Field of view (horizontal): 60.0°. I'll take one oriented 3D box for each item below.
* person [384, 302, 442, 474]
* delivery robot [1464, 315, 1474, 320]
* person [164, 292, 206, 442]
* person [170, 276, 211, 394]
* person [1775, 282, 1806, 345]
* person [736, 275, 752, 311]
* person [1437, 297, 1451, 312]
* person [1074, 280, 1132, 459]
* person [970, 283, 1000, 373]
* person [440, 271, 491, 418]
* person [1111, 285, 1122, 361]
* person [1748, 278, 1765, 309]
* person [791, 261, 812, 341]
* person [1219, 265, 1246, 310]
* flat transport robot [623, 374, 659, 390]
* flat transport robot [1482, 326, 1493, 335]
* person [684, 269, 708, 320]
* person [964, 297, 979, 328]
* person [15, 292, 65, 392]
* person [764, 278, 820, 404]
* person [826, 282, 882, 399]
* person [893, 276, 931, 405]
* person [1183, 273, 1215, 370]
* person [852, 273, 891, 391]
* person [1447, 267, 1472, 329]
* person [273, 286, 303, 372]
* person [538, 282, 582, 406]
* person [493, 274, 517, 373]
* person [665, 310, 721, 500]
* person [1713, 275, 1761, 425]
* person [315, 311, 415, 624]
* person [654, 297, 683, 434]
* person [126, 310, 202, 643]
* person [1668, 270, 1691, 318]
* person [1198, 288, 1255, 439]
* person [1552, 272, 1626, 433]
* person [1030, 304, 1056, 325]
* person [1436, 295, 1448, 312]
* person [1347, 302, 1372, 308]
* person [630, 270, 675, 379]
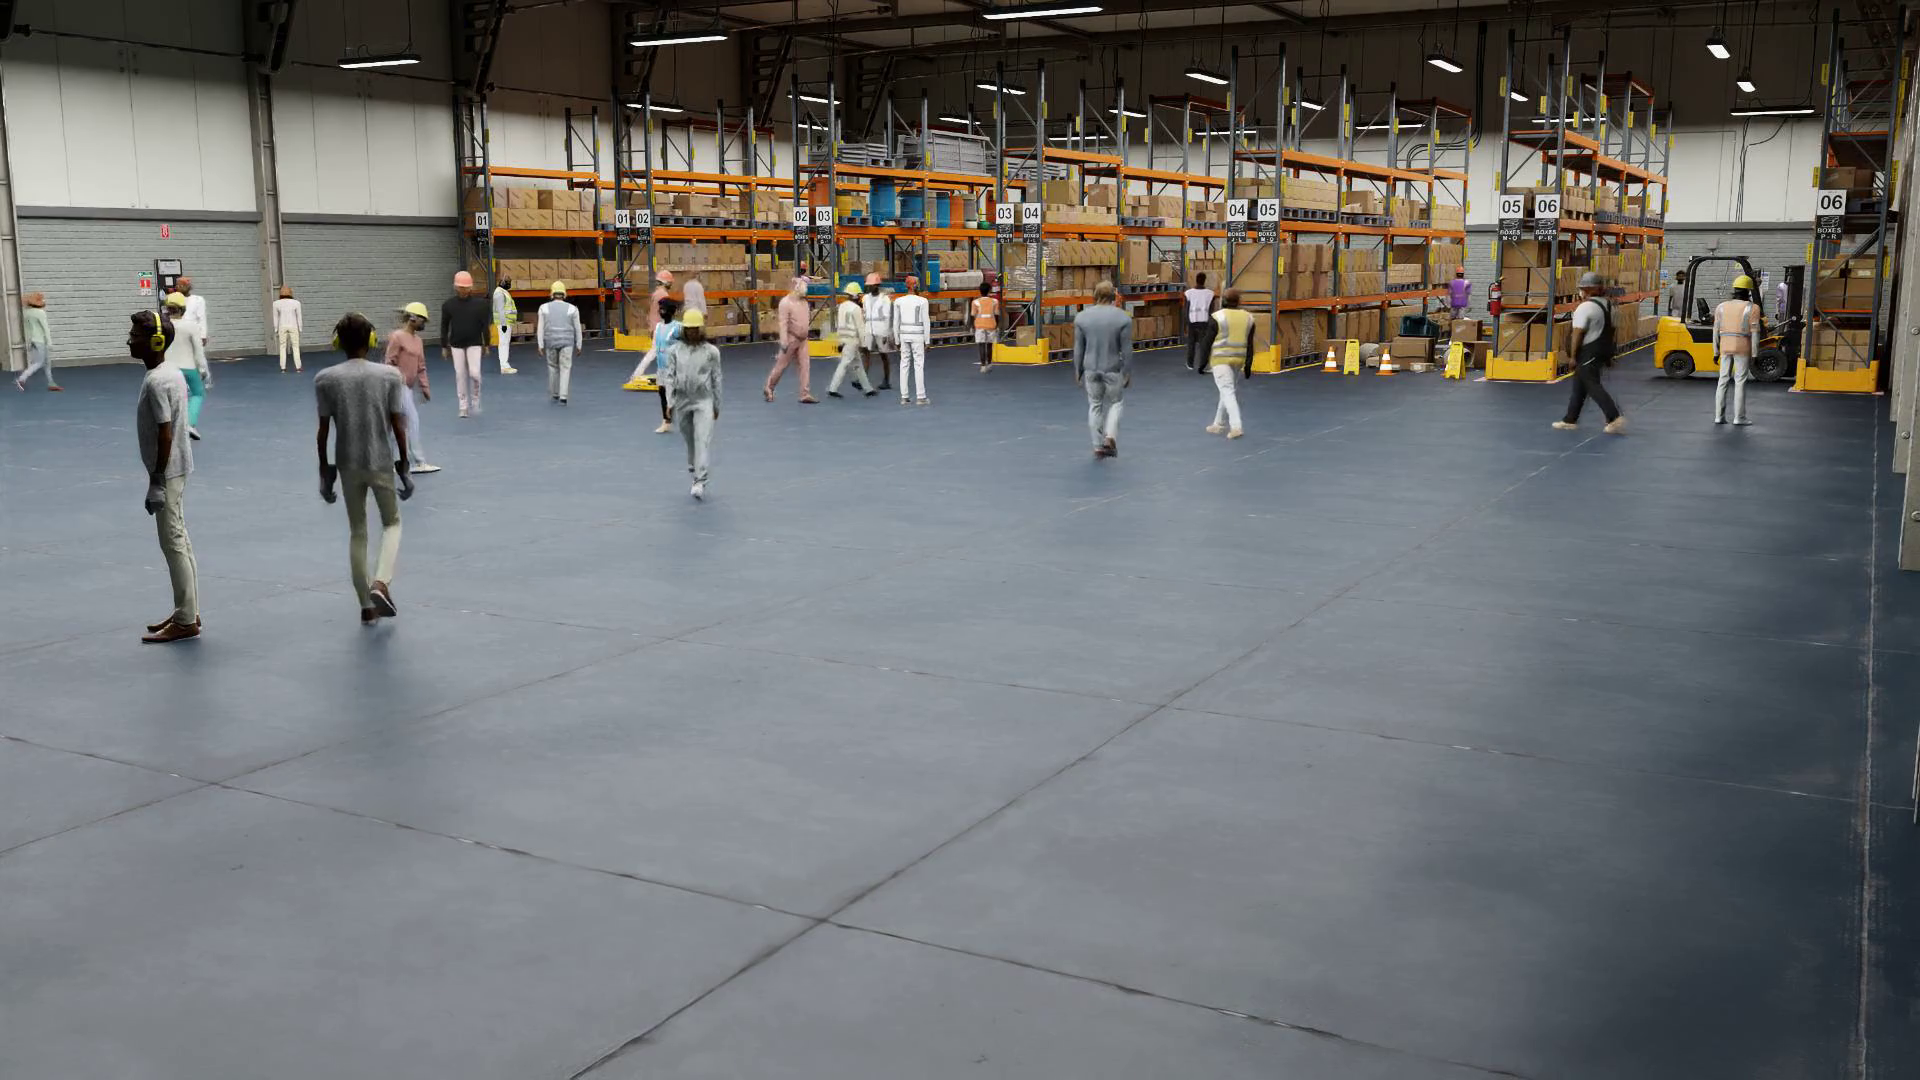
[{"bbox_3d":[-5.489,-1.505,16.599,0.743,1.707,0.594,1,10,6],"label":"person"},{"bbox_3d":[13.814,-5.919,45.562,0.707,0.478,0.477,-1,10,-8],"label":"delivery robot"},{"bbox_3d":[-9.053,-2.001,19.364,0.545,1.754,0.364,0,10,-2],"label":"person"},{"bbox_3d":[-12.179,-3.238,26.332,0.590,1.862,0.750,0,10,-3],"label":"person"},{"bbox_3d":[18.460,-5.089,36.994,0.588,1.918,0.397,5,11,26],"label":"person"},{"bbox_3d":[-6.029,-6.713,46.394,0.640,1.952,0.417,8,12,38],"label":"person"},{"bbox_3d":[14.547,-7.246,49.764,0.575,1.886,0.821,6,11,32],"label":"person"},{"bbox_3d":[1.525,-1.808,17.744,0.645,1.926,0.473,3,10,15],"label":"person"},{"bbox_3d":[0.448,-3.986,31.246,0.552,1.663,0.746,-2,10,-11],"label":"person"},{"bbox_3d":[-6.662,-2.621,22.368,0.660,1.973,0.495,-1,10,-6],"label":"person"},{"bbox_3d":[3.071,-4.413,33.980,0.525,1.591,0.862,10,14,44],"label":"person"},{"bbox_3d":[19.398,-5.568,40.616,0.523,1.638,0.310,-2,10,-12],"label":"person"},{"bbox_3d":[-3.878,-5.822,40.909,0.613,2.047,0.363,8,12,38],"label":"person"},{"bbox_3d":[6.068,-5.153,37.180,0.646,1.975,0.672,5,11,25],"label":"person"},{"bbox_3d":[-4.825,-2.623,27.373,0.652,0.197,1.431,5,11,29],"label":"flat transport robot"},{"bbox_3d":[14.521,-5.767,45.778,0.652,0.197,1.431,-1,10,-3],"label":"flat transport robot"},{"bbox_3d":[-5.812,-5.094,37.102,0.644,1.885,0.681,-7,12,-36],"label":"person"},{"bbox_3d":[0.336,-7.224,50.454,0.507,1.588,0.860,4,10,21],"label":"person"},{"bbox_3d":[-14.778,-3.162,26.608,0.504,1.611,0.712,8,13,40],"label":"person"},{"bbox_3d":[-2.515,-2.960,24.704,0.943,1.857,0.692,7,12,34],"label":"person"},{"bbox_3d":[-1.641,-3.027,25.341,0.956,1.783,0.602,-5,11,-26],"label":"person"},{"bbox_3d":[-0.697,-2.927,24.433,0.573,1.884,0.359,5,11,25],"label":"person"},{"bbox_3d":[4.547,-4.144,31.631,0.600,1.871,0.975,0,10,0],"label":"person"},{"bbox_3d":[-1.402,-3.350,26.893,0.572,1.884,0.972,5,11,28],"label":"person"},{"bbox_3d":[12.528,-5.879,41.681,0.571,1.901,0.887,5,11,26],"label":"person"},{"bbox_3d":[-12.614,-3.954,31.216,0.499,1.627,0.303,-3,10,-16],"label":"person"},{"bbox_3d":[-5.866,-2.884,24.437,0.622,1.788,0.919,-1,10,-9],"label":"person"},{"bbox_3d":[-8.462,-4.021,30.978,0.429,1.840,0.624,-2,10,-10],"label":"person"},{"bbox_3d":[-2.409,-1.231,15.058,0.487,1.694,0.919,0,10,1],"label":"person"},{"bbox_3d":[10.031,-2.443,21.478,0.383,1.924,0.594,-8,12,-38],"label":"person"},{"bbox_3d":[-3.511,-0.416,9.820,0.546,1.854,0.433,-2,10,-10],"label":"person"},{"bbox_3d":[-3.511,-2.146,20.469,0.537,1.685,0.543,9,13,42],"label":"person"},{"bbox_3d":[-4.523,-0.358,9.421,0.328,1.877,0.513,-3,10,-18],"label":"person"},{"bbox_3d":[16.785,-5.352,38.785,0.537,1.839,0.863,5,11,27],"label":"person"},{"bbox_3d":[3.228,-2.130,20.025,0.619,1.802,0.953,-5,11,-27],"label":"person"},{"bbox_3d":[7.858,-2.346,20.573,0.681,2.000,0.982,-9,13,-42],"label":"person"},{"bbox_3d":[1.883,-5.207,37.673,0.625,1.931,0.375,0,10,-1],"label":"person"},{"bbox_3d":[14.269,-7.194,49.087,0.562,2.017,0.661,3,10,18],"label":"person"},{"bbox_3d":[10.418,-6.157,43.313,0.681,1.889,0.542,6,11,31],"label":"person"},{"bbox_3d":[-5.115,-3.570,28.027,0.990,1.953,0.629,-5,11,-25],"label":"person"}]
